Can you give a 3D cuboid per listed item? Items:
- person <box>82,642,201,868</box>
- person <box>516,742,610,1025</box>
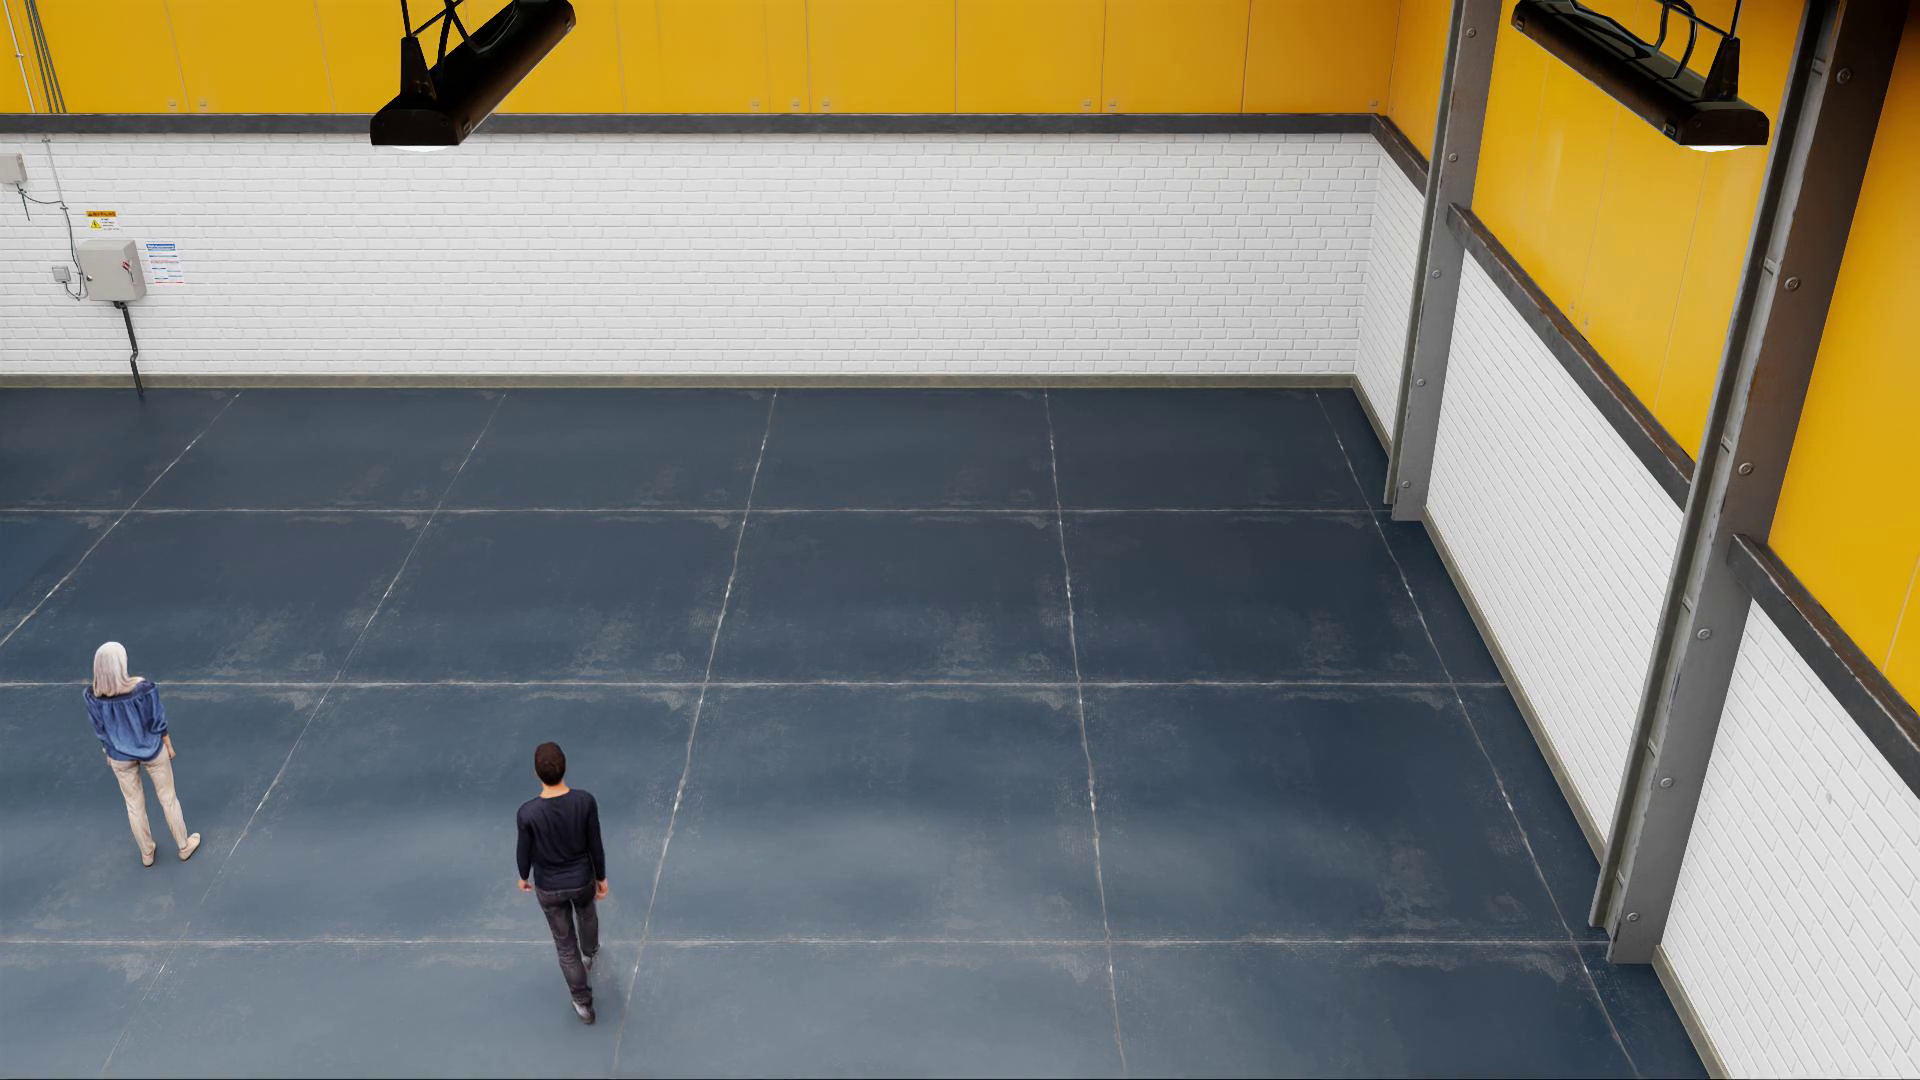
[{"bbox_3d":[-5.483,1.422,11.087,0.669,1.697,0.644,-7,29,-13],"label":"person"},{"bbox_3d":[-2.290,2.066,9.751,0.903,1.846,1.055,-15,32,-26],"label":"person"}]
